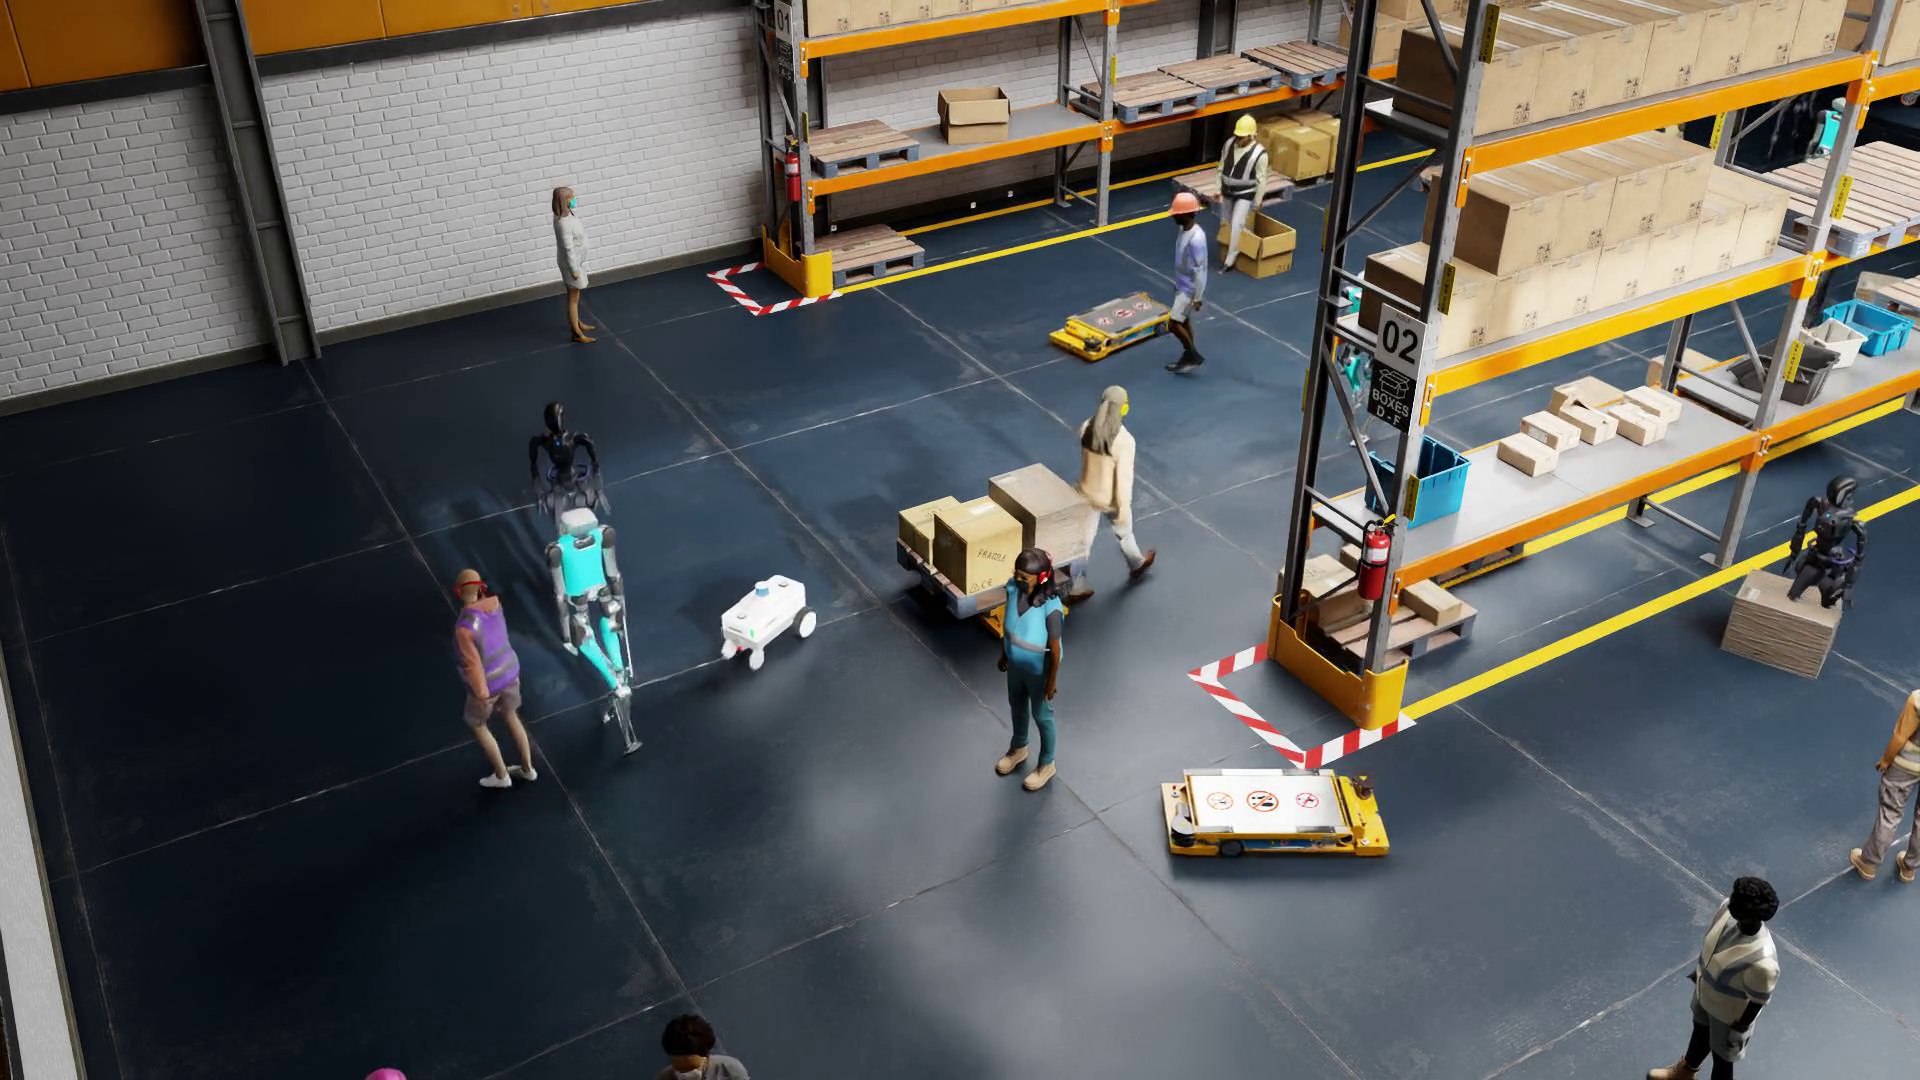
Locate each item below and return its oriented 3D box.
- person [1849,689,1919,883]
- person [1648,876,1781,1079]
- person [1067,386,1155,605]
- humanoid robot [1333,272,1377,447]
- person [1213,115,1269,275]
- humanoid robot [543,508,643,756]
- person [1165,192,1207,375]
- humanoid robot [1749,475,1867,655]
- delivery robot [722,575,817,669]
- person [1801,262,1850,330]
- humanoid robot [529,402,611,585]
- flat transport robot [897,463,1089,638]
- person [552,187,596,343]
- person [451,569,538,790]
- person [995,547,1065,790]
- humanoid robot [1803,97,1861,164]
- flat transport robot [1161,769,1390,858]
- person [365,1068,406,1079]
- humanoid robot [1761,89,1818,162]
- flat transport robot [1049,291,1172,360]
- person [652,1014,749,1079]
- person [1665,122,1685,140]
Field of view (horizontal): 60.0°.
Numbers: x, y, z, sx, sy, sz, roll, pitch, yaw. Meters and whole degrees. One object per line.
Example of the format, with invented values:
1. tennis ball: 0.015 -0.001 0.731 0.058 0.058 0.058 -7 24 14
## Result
1. person: 6.017 1.401 10.427 0.463 1.777 0.326 6 33 9
2. person: 4.057 2.440 8.846 0.322 1.696 0.530 -1 32 -2
3. person: 1.193 -0.393 13.253 0.592 1.823 0.993 26 40 35
4. humanoid robot: 3.803 -1.645 15.368 0.670 1.855 0.540 -24 39 -33
5. person: 3.211 -3.981 18.979 0.734 1.810 0.589 -28 41 -36
6. humanoid robot: -2.445 0.719 11.577 0.531 1.765 0.961 -19 37 -27
7. person: 2.236 -2.536 16.573 0.417 1.914 0.561 -3 32 -5
8. humanoid robot: 6.429 0.222 12.428 0.676 1.628 0.612 -15 35 -23
9. delivery robot: -1.514 0.594 12.859 0.499 0.586 0.765 19 37 27
10. person: 9.054 -3.046 17.494 0.880 1.809 0.517 -25 40 -34
11. humanoid robot: -3.133 -0.369 13.378 0.608 1.628 0.743 -2 32 -3
12. flat transport robot: 0.222 0.298 13.608 0.659 0.231 1.431 -18 36 -26
13. person: -4.032 -2.884 17.369 0.338 1.661 0.484 -5 32 -8
14. person: -3.140 0.955 11.246 0.470 1.661 0.507 13 34 20
15. person: 0.480 0.844 11.247 0.391 1.860 0.508 -25 40 -34
16. humanoid robot: 9.996 -4.248 19.471 0.675 1.786 0.544 -20 37 -29
17. flat transport robot: 2.101 1.831 11.164 1.431 0.231 0.659 0 32 0
18. person: -2.443 3.100 7.529 0.506 1.985 0.375 -21 38 -30
19. humanoid robot: 11.148 -5.870 22.177 0.787 1.629 0.601 -27 41 -36
20. flat transport robot: 1.693 -2.295 17.745 1.431 0.231 0.659 -25 40 -34
21. person: -1.197 2.929 7.922 0.553 1.854 0.922 -11 34 -17
22. person: 9.137 -5.468 21.346 0.757 1.813 0.581 9 33 14
